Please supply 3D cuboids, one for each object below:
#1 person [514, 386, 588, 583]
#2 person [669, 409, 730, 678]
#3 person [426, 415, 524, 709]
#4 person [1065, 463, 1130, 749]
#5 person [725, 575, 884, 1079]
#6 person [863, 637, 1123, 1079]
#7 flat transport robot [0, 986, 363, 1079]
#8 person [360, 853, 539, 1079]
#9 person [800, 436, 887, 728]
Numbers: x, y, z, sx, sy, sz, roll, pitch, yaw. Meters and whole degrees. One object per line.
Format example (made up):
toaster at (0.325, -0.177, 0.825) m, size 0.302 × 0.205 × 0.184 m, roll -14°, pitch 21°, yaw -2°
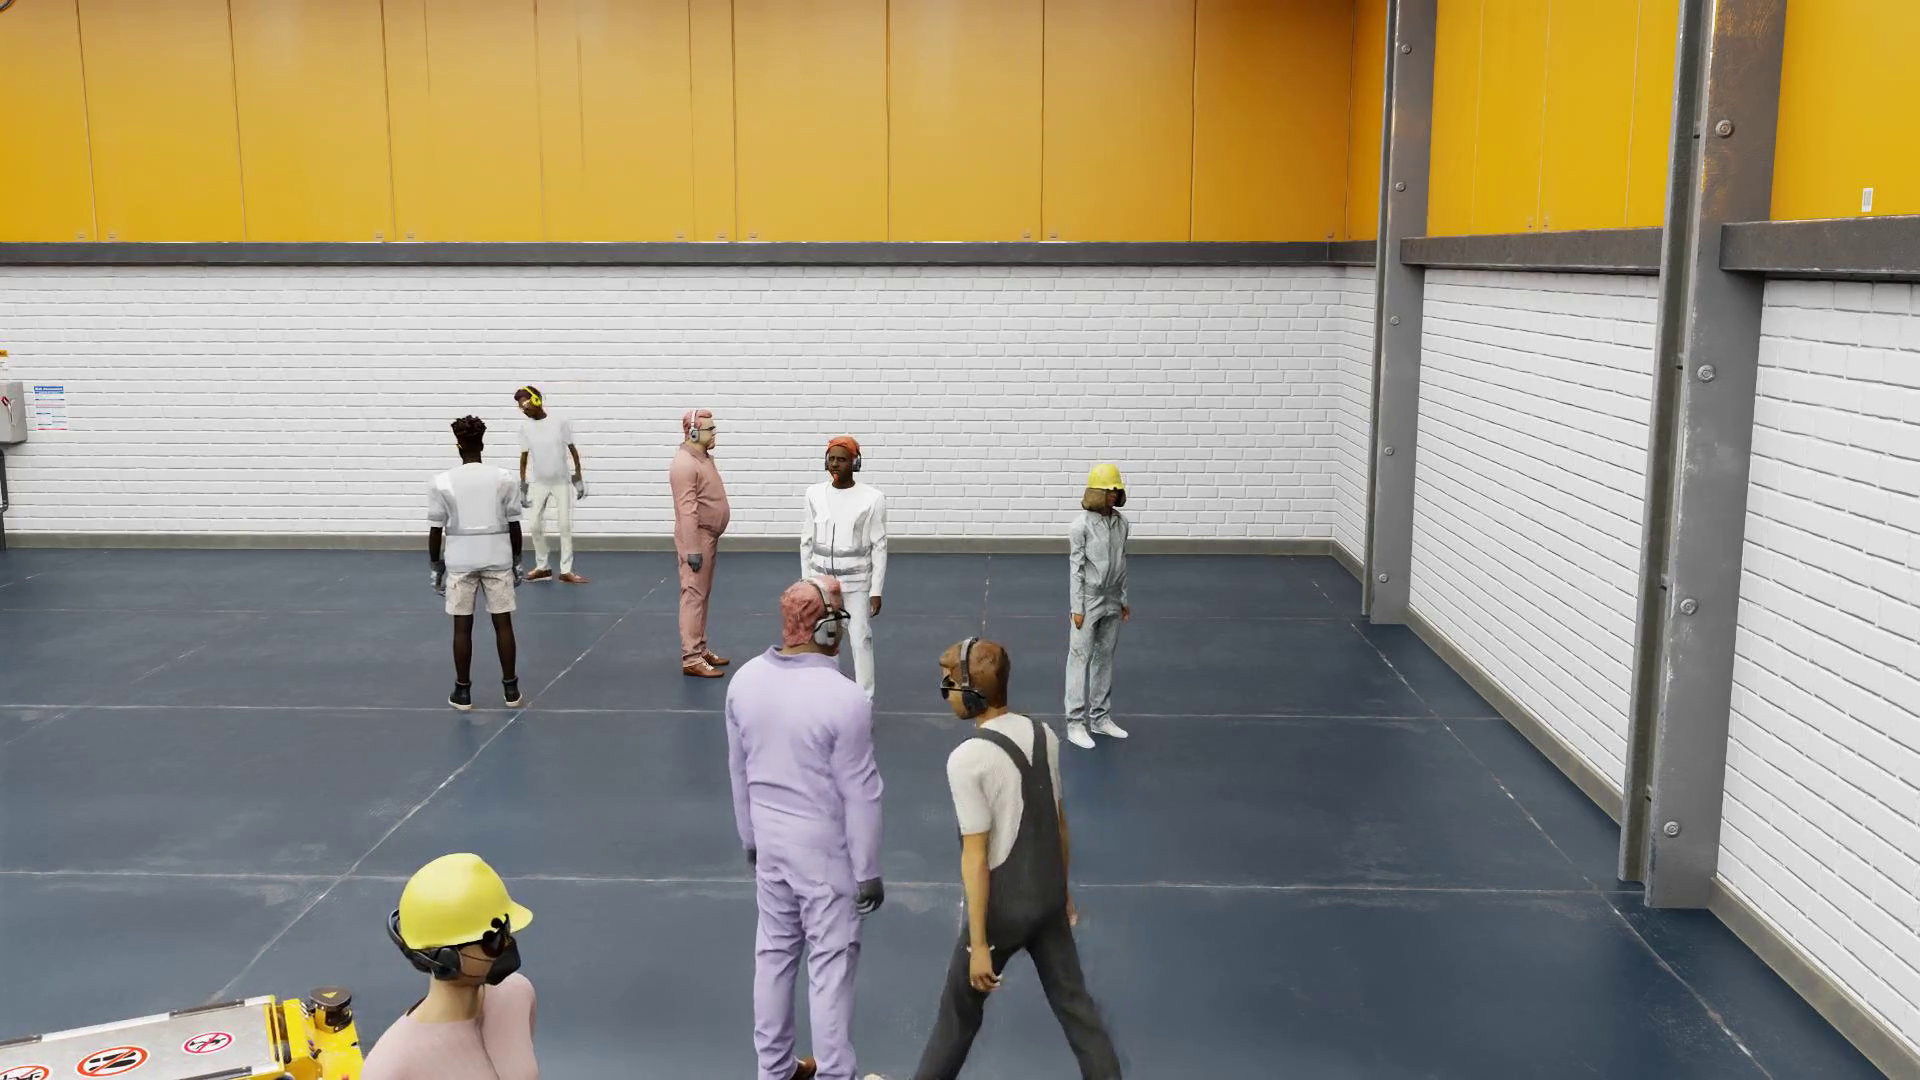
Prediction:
person at (-3.722, -0.494, 15.179) m, size 0.655 × 1.831 × 0.332 m, roll 0°, pitch 10°, yaw -1°
person at (-1.850, 0.016, 11.933) m, size 0.407 × 1.910 × 0.639 m, roll 0°, pitch 10°, yaw 0°
person at (-3.214, 0.146, 11.067) m, size 0.618 × 1.953 × 0.398 m, roll -3°, pitch 10°, yaw -18°
person at (0.871, 0.391, 10.218) m, size 0.487 × 1.744 × 0.312 m, roll -9°, pitch 13°, yaw -41°
person at (-0.501, 1.065, 5.797) m, size 0.650 × 1.906 × 0.403 m, roll 8°, pitch 12°, yaw 38°
person at (0.169, 1.194, 5.422) m, size 1.029 × 1.774 × 0.596 m, roll 9°, pitch 13°, yaw 42°
flat transport robot at (-2.849, 1.882, 5.789) m, size 1.431 × 0.197 × 0.652 m, roll -5°, pitch 11°, yaw -25°
person at (-1.037, 1.518, 3.543) m, size 0.296 × 1.772 × 0.533 m, roll 4°, pitch 10°, yaw 20°
person at (-0.737, 0.287, 10.417) m, size 0.575 × 1.885 × 0.355 m, roll 3°, pitch 10°, yaw 20°
